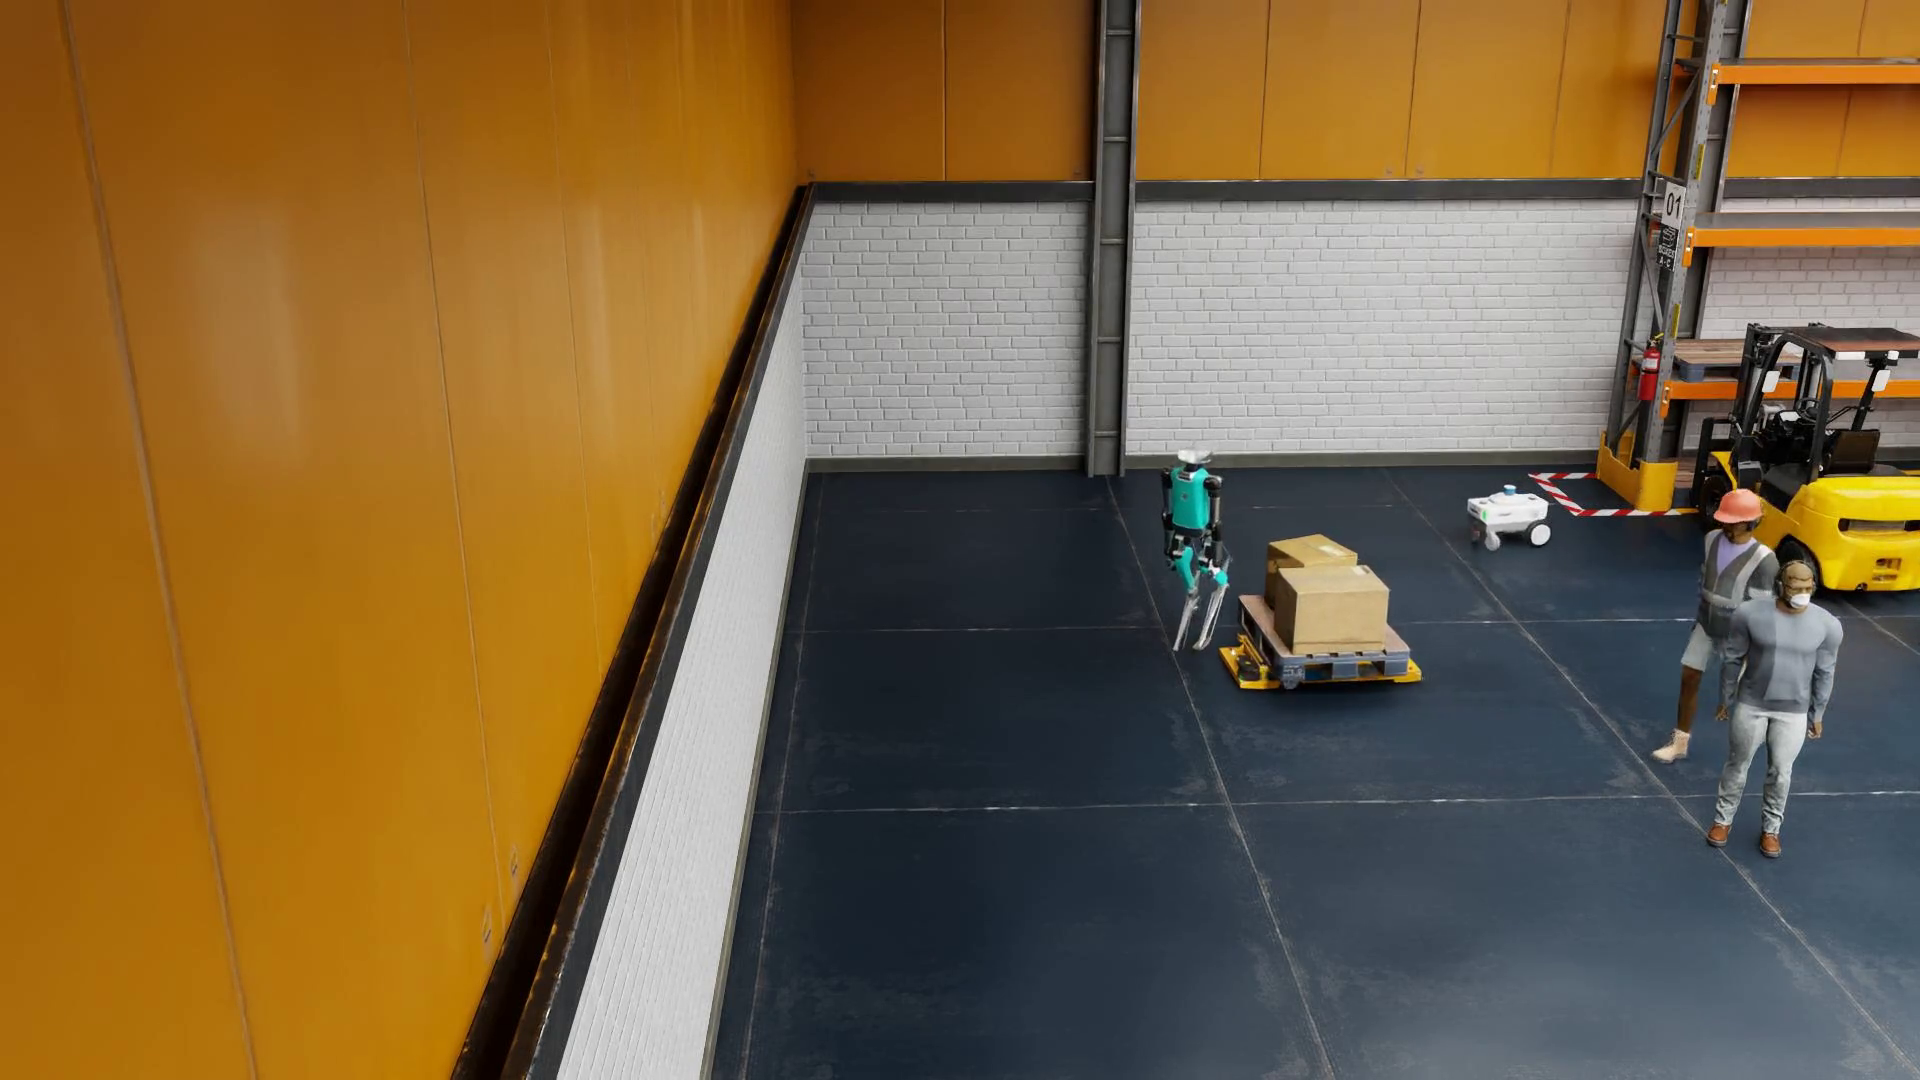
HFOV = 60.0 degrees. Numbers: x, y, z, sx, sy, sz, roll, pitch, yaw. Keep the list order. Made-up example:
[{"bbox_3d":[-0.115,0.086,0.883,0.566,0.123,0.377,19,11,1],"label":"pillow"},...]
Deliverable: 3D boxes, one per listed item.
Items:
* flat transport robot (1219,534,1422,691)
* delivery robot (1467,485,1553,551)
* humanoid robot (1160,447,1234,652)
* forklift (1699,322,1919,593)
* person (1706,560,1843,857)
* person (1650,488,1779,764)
[{"bbox_3d":[2.814,0.931,13.029,1.431,0.231,0.659,-2,20,-6],"label":"flat transport robot"},{"bbox_3d":[5.192,-0.227,15.734,0.750,0.580,0.518,-5,21,-13],"label":"delivery robot"},{"bbox_3d":[1.941,0.102,13.224,0.543,1.849,0.690,16,26,37],"label":"humanoid robot"},{"bbox_3d":[7.809,-0.792,14.926,1.214,2.155,2.313,-1,20,-2],"label":"forklift"},{"bbox_3d":[5.038,1.036,10.332,0.634,1.939,0.360,9,22,24],"label":"person"},{"bbox_3d":[5.329,0.582,11.471,0.932,2.015,0.606,-9,22,-22],"label":"person"}]
